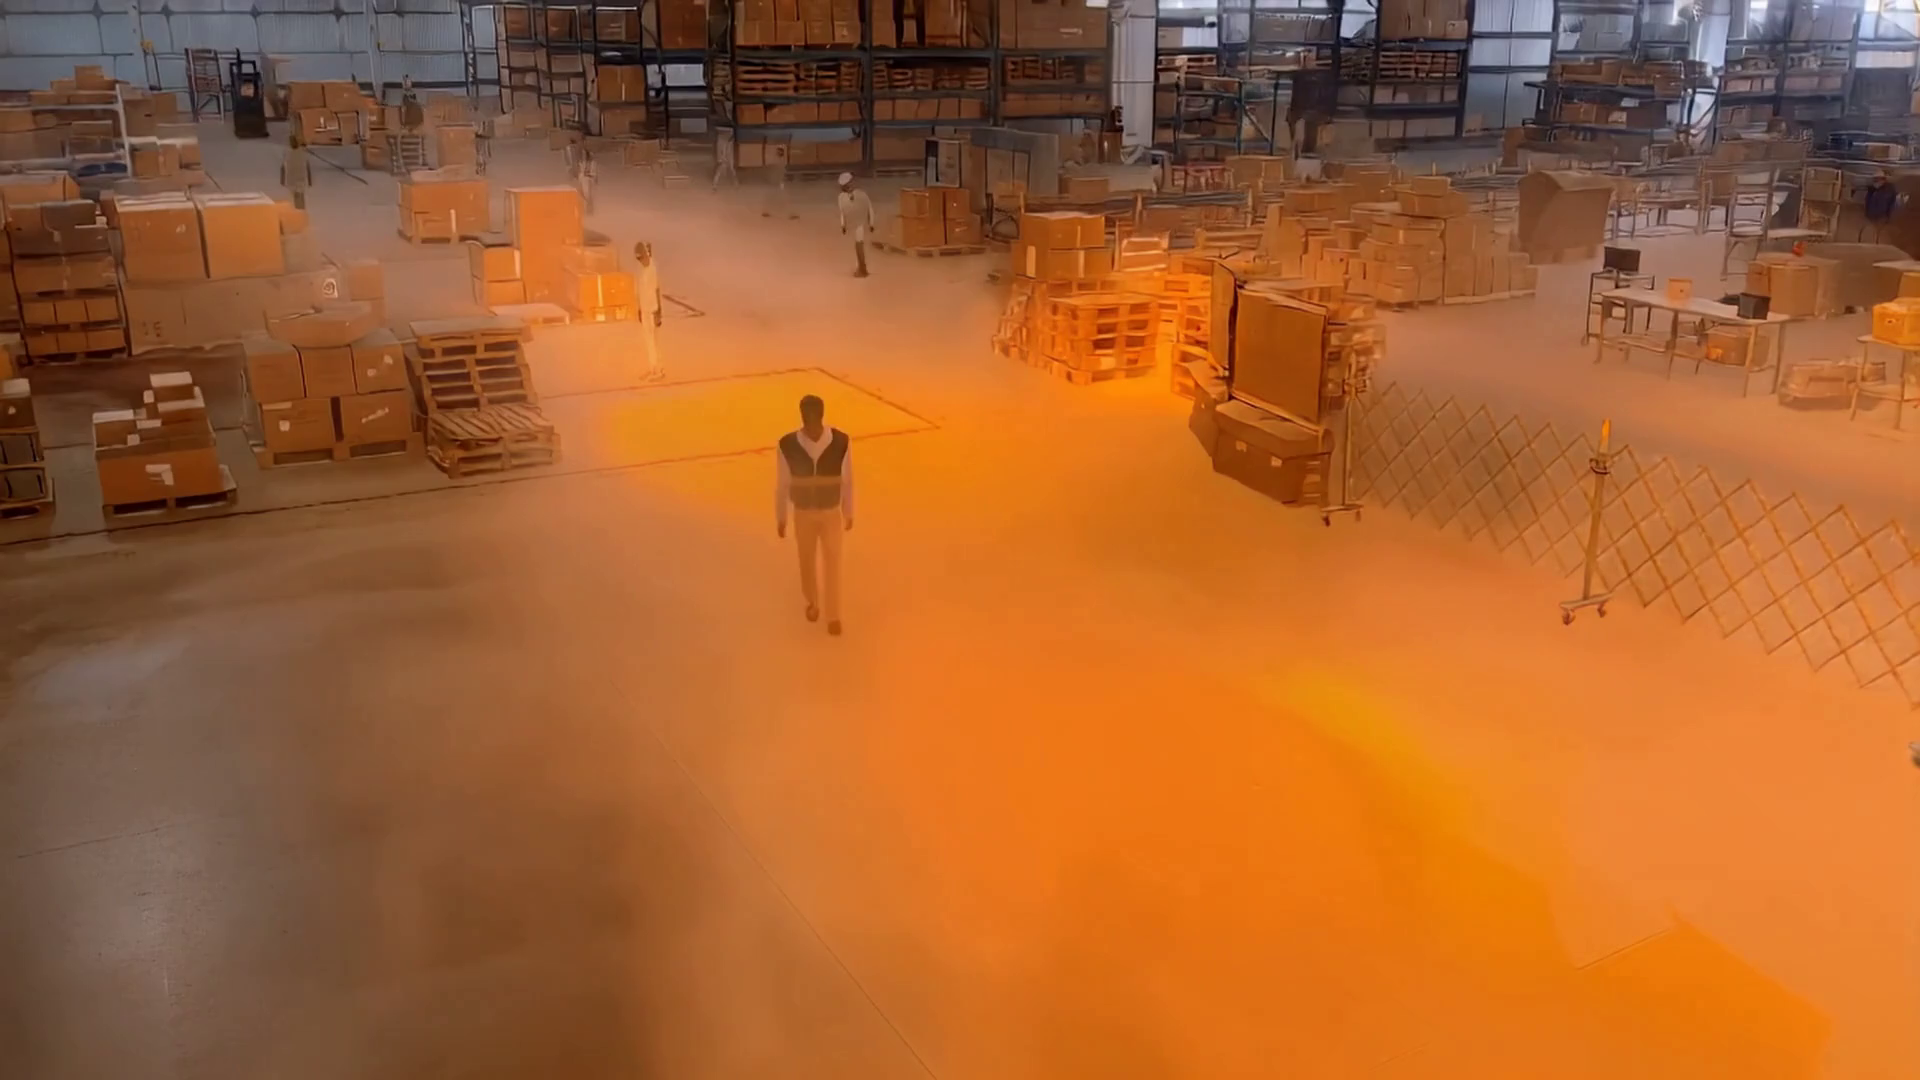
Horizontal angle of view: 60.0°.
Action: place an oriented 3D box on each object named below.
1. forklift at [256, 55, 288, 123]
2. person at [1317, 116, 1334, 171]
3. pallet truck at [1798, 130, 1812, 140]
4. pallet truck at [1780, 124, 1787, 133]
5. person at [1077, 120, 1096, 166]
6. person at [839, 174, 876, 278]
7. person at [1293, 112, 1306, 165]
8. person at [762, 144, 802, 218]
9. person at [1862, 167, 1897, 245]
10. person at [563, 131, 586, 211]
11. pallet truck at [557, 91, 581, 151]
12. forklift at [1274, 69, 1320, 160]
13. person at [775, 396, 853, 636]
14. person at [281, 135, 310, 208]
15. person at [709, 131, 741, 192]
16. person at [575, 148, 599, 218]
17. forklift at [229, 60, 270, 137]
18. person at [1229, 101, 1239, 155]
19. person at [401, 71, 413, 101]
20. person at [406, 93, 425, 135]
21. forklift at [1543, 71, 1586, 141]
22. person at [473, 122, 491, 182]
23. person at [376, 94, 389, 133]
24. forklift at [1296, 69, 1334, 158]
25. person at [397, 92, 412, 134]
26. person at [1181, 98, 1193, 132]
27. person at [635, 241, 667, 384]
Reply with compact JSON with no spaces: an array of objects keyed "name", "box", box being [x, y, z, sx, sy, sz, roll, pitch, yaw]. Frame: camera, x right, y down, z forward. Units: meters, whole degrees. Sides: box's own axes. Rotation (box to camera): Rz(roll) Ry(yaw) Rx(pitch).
[{"name":"forklift","box":[-29.210,-19.009,70.098,1.873,2.768,1.129,-9,20,-26]},{"name":"person","box":[10.994,-11.926,50.023,0.501,1.633,0.280,-3,18,-10]},{"name":"pallet truck","box":[25.526,-11.556,49.408,1.630,1.274,0.653,-9,20,-26]},{"name":"pallet truck","box":[25.206,-12.542,52.601,1.601,1.201,0.680,0,18,-2]},{"name":"person","box":[3.313,-10.099,43.867,0.432,1.920,0.553,-7,19,-21]},{"name":"person","box":[-1.896,-5.700,30.229,0.635,1.873,0.700,6,19,19]},{"name":"person","box":[10.634,-12.556,51.986,0.287,1.632,0.504,16,24,41]},{"name":"person","box":[-4.222,-8.364,38.806,0.952,1.714,0.523,1,18,2]},{"name":"person","box":[17.850,-6.323,32.272,0.706,1.811,0.596,-9,20,-25]},{"name":"person","box":[-9.212,-8.818,39.880,0.557,1.914,0.586,-7,19,-22]},{"name":"pallet truck","box":[-13.495,-14.412,57.188,0.823,1.965,1.885,-3,18,-9]},{"name":"forklift","box":[11.142,-13.819,53.915,1.129,2.768,1.873,-9,20,-26]},{"name":"person","box":[-1.135,-0.183,13.044,0.620,1.859,0.854,-2,18,-7]},{"name":"person","box":[-15.377,-8.411,38.577,0.612,1.940,0.871,-11,21,-31]},{"name":"person","box":[-6.299,-10.075,44.295,0.808,1.601,0.518,-12,21,-33]},{"name":"person","box":[-8.791,-8.450,39.276,0.513,1.596,0.874,0,18,-1]},{"name":"forklift","box":[-27.118,-16.804,63.223,1.129,2.768,1.873,-9,20,-26]},{"name":"person","box":[9.074,-13.721,55.432,0.531,1.744,0.662,-7,19,-21]},{"name":"person","box":[-25.697,-20.831,77.364,0.558,1.886,0.712,-9,20,-27]},{"name":"person","box":[-18.363,-14.023,56.007,0.629,1.975,0.614,4,18,11]},{"name":"forklift","box":[18.685,-13.231,52.085,1.873,2.768,1.129,-9,20,-26]},{"name":"person","box":[-13.448,-10.927,46.839,0.335,1.686,0.533,15,23,39]},{"name":"person","box":[-20.451,-14.808,58.709,0.602,1.818,0.639,-7,19,-19]},{"name":"forklift","box":[11.615,-13.871,54.079,1.129,2.768,1.873,-9,20,-27]},{"name":"person","box":[-19.387,-14.713,58.272,0.594,1.913,0.384,-10,20,-28]},{"name":"person","box":[8.359,-15.749,61.865,0.550,1.662,0.775,10,20,28]},{"name":"person","box":[-4.069,-2.976,21.767,0.330,1.861,0.503,-17,24,-42]}]
